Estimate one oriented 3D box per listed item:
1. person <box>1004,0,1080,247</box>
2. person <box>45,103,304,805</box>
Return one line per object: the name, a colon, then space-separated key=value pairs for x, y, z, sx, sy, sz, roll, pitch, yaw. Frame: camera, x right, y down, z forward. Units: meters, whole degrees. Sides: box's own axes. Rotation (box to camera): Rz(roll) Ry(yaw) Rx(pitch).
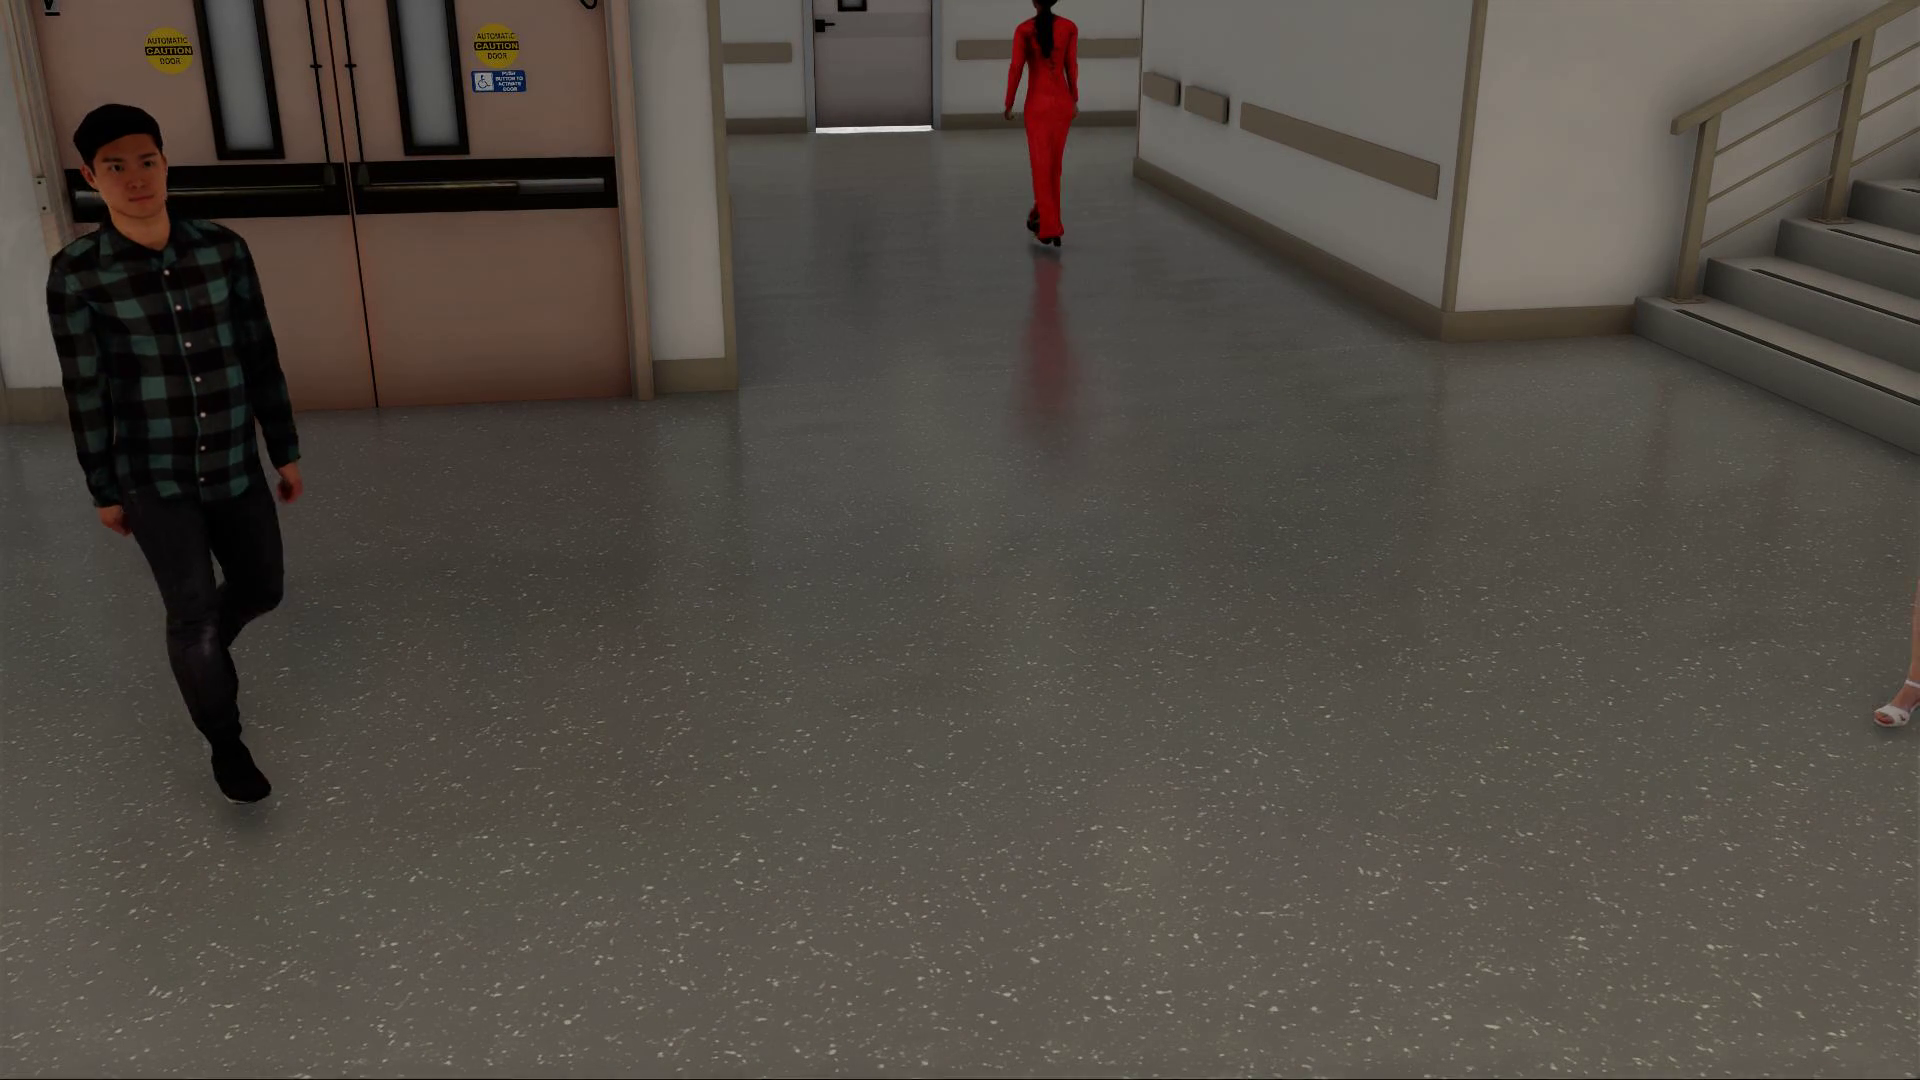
person: x=0.620 y=-2.844 z=11.153 sx=0.912 sy=1.761 sz=0.858 roll=-11 pitch=23 yaw=-26
person: x=-1.928 y=-0.211 z=4.125 sx=1.024 sy=1.693 sz=0.998 roll=-17 pitch=27 yaw=-38
